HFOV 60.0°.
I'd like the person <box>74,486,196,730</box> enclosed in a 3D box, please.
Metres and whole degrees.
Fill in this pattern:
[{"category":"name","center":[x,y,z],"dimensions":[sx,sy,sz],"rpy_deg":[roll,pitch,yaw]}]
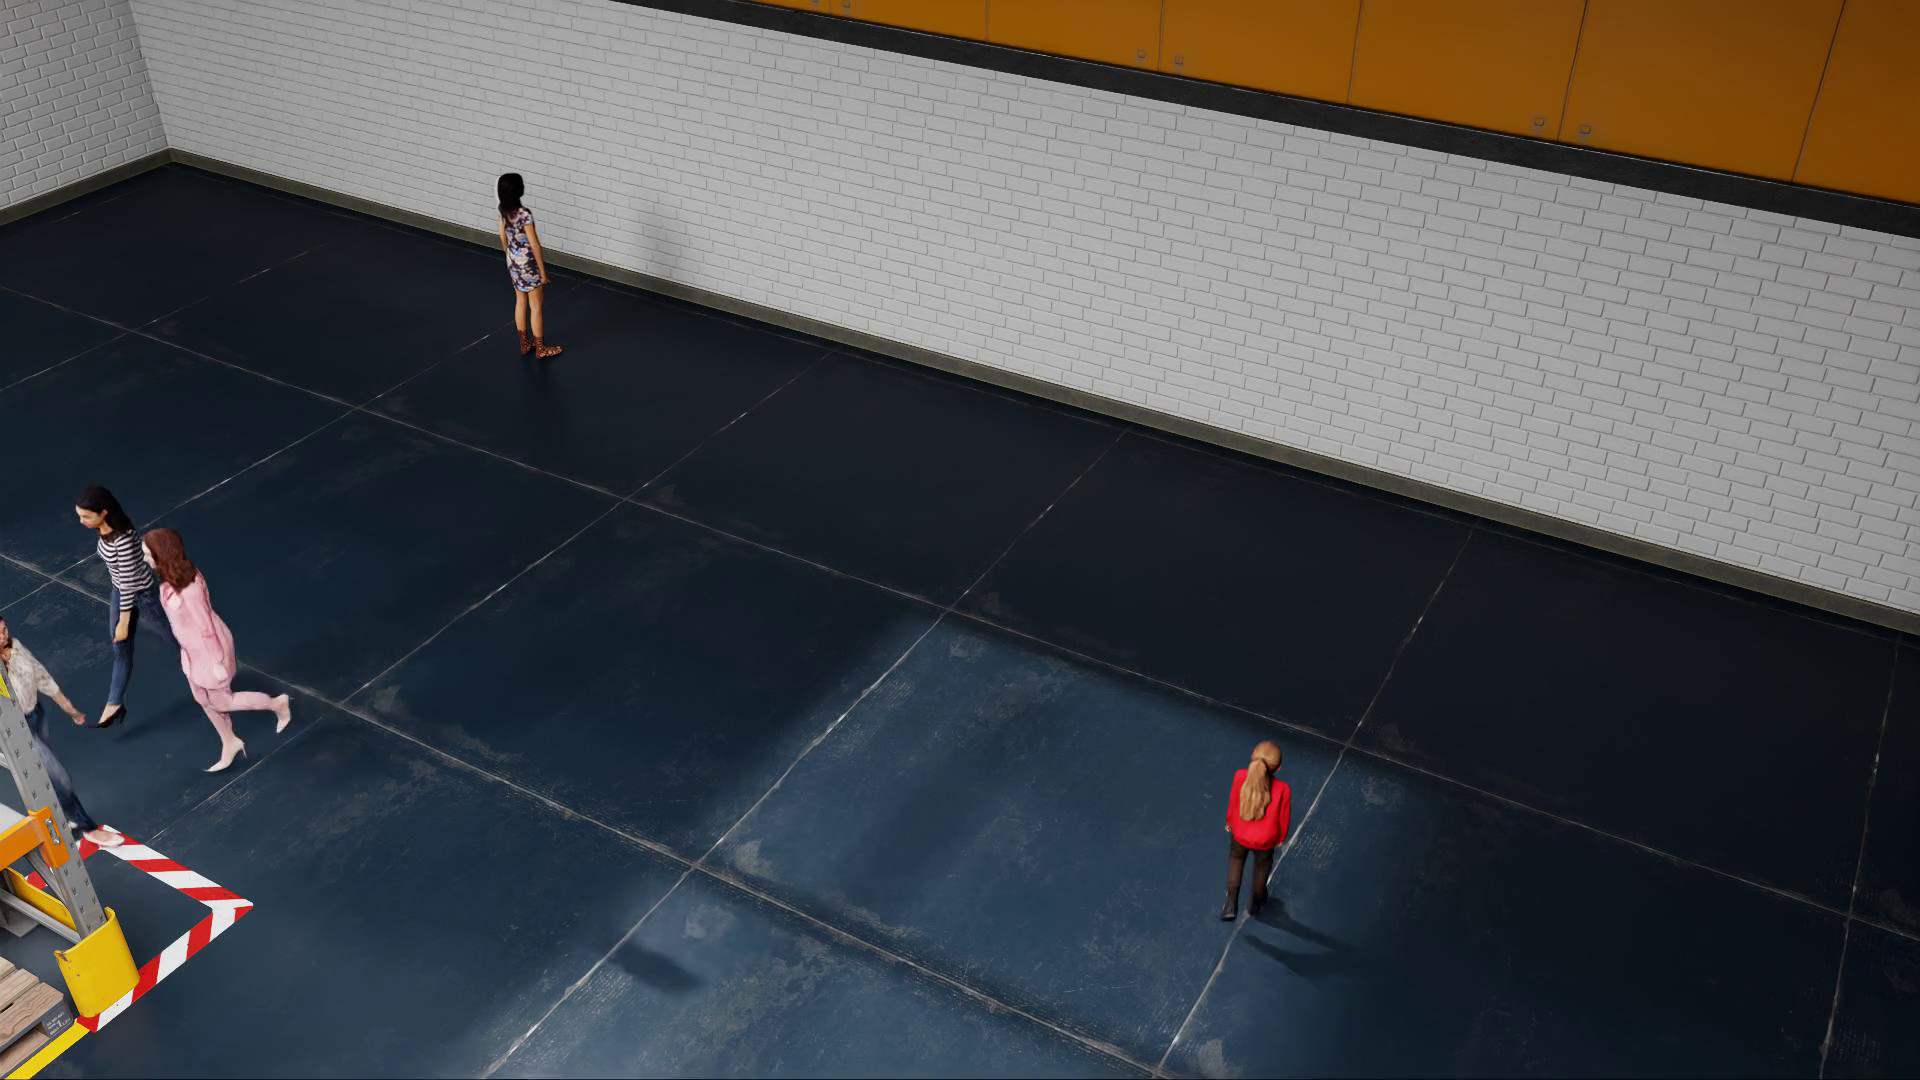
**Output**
[{"category":"person","center":[-5.153,0.376,10.668],"dimensions":[0.741,1.747,1.128],"rpy_deg":[23,40,30]}]

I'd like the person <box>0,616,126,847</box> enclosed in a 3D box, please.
[{"category":"person","center":[-5.503,1.100,9.617],"dimensions":[0.899,1.705,0.907],"rpy_deg":[-2,34,-3]}]

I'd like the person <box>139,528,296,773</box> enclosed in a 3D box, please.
[{"category":"person","center":[-4.552,0.653,10.221],"dimensions":[0.927,1.780,0.754],"rpy_deg":[-25,41,-33]}]

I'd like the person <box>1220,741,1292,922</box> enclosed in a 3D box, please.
[{"category":"person","center":[1.615,1.643,9.190],"dimensions":[0.552,1.273,0.723],"rpy_deg":[13,36,18]}]

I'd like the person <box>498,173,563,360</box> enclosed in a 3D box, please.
[{"category":"person","center":[-3.922,-2.468,14.960],"dimensions":[0.621,1.733,0.532],"rpy_deg":[22,40,30]}]
